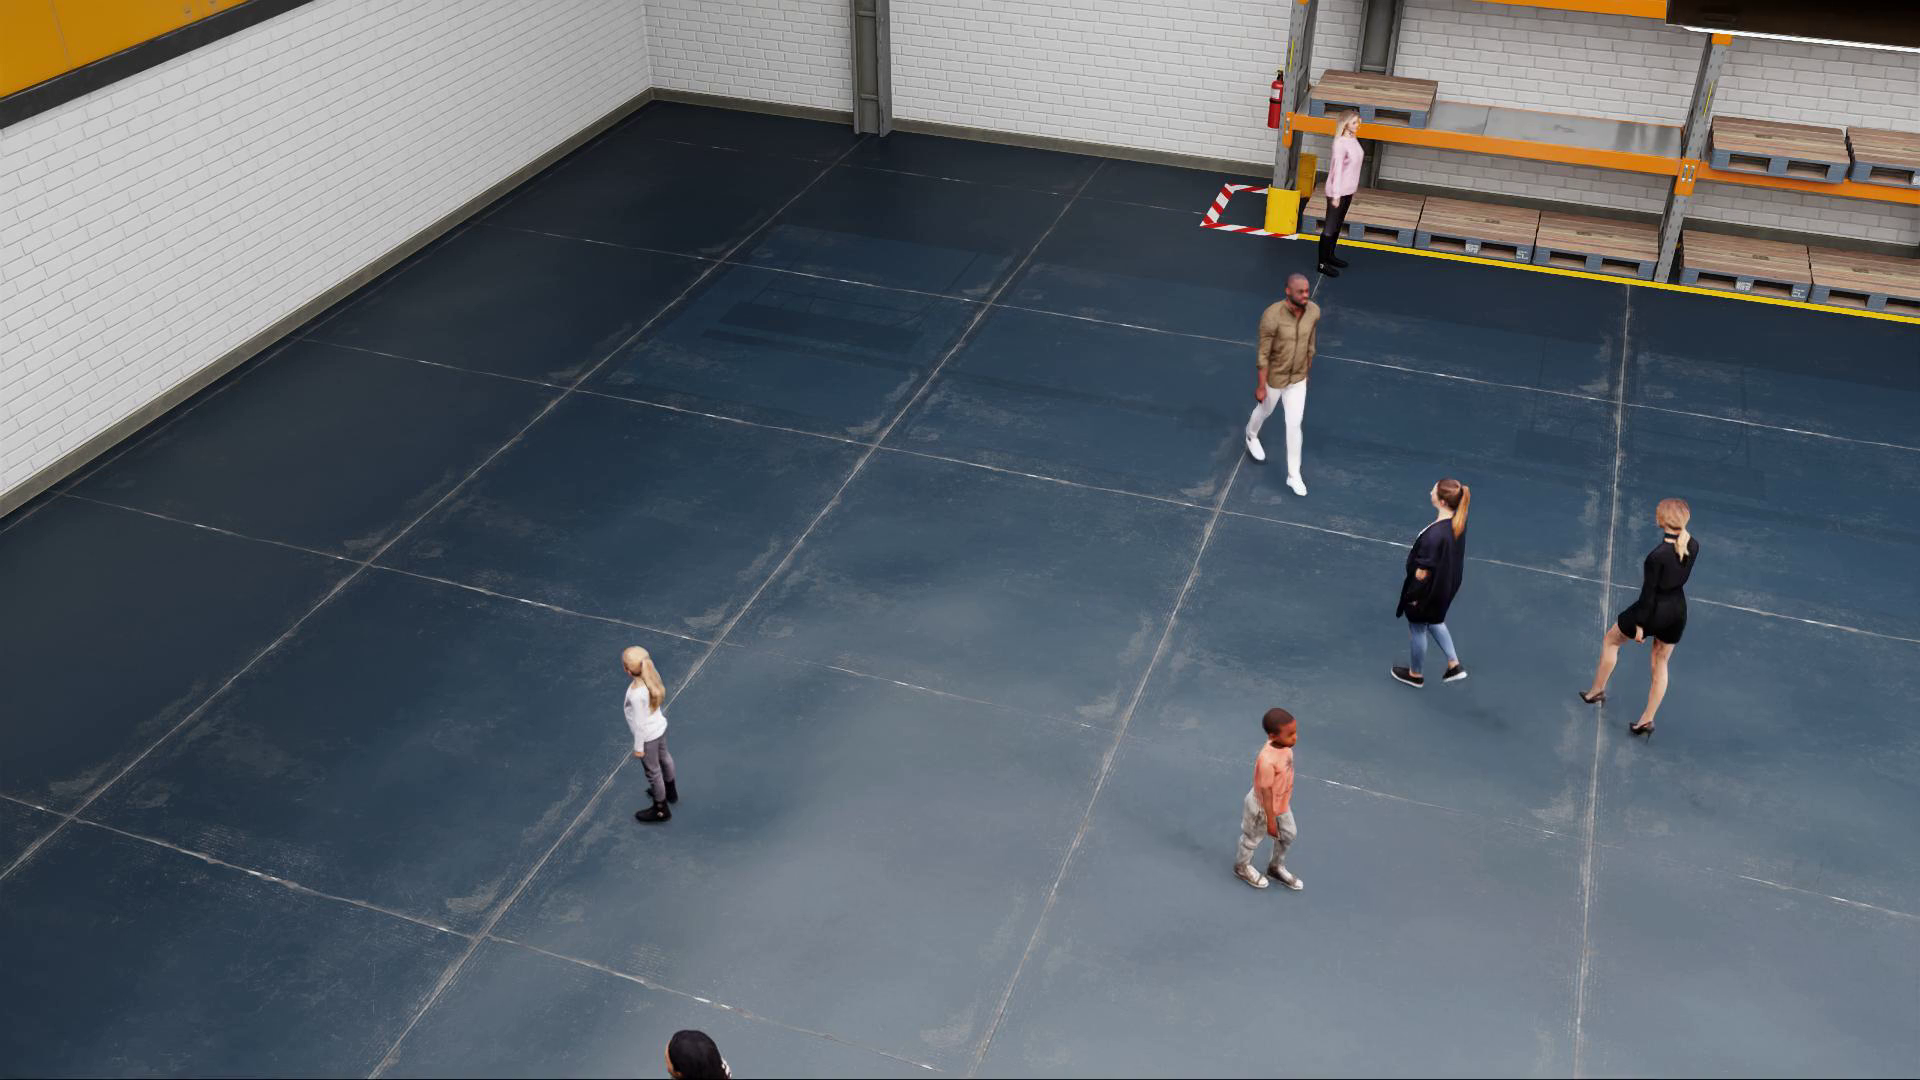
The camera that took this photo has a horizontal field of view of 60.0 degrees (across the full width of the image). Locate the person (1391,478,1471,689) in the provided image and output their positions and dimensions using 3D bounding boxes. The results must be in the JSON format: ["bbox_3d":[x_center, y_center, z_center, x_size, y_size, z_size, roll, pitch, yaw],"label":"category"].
[{"bbox_3d":[3.225,0.350,11.049,0.806,1.672,0.899,-26,42,-34],"label":"person"}]

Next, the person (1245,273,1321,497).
[{"bbox_3d":[2.575,-1.341,13.497,1.245,1.778,1.238,-10,35,-15],"label":"person"}]

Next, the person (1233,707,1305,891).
[{"bbox_3d":[1.735,1.491,9.671,0.702,1.298,0.600,27,42,34],"label":"person"}]

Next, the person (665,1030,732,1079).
[{"bbox_3d":[-1.095,2.781,7.279,0.503,1.797,0.597,8,34,12],"label":"person"}]

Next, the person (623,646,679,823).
[{"bbox_3d":[-1.892,1.169,10.172,0.511,1.278,0.505,7,34,11],"label":"person"}]

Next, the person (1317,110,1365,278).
[{"bbox_3d":[3.849,-3.545,16.894,0.609,1.688,0.644,20,38,27],"label":"person"}]

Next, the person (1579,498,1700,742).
[{"bbox_3d":[4.512,0.562,10.666,0.852,1.742,0.891,-11,35,-16],"label":"person"}]
